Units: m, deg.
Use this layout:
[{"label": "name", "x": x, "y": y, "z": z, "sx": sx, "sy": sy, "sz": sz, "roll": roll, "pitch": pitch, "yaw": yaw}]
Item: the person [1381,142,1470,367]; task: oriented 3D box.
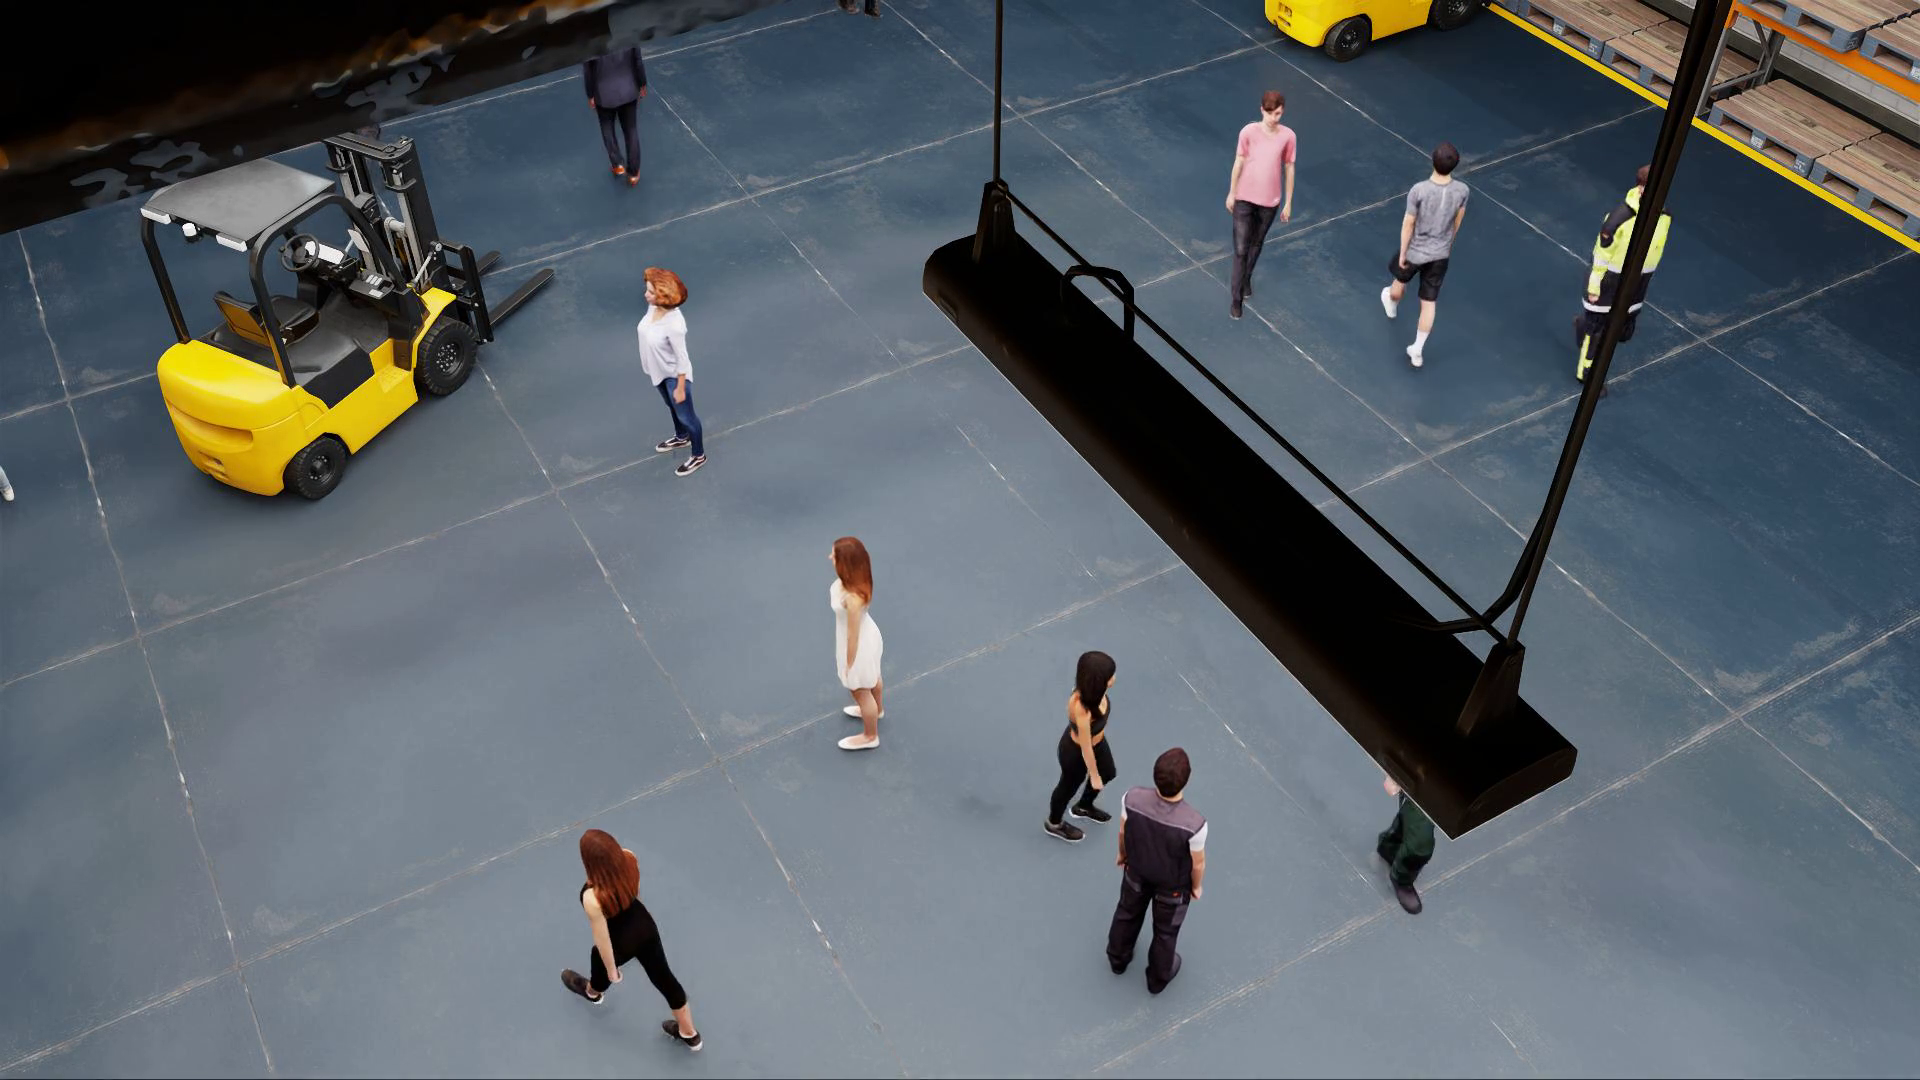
[{"label": "person", "x": 3.709, "y": -2.217, "z": 13.133, "sx": 1.073, "sy": 1.833, "sz": 1.274, "roll": 1, "pitch": 44, "yaw": 1}]

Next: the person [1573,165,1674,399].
[{"label": "person", "x": 5.057, "y": -2.053, "z": 12.864, "sx": 0.883, "sy": 1.967, "sz": 1.021, "roll": -13, "pitch": 45, "yaw": -13}]

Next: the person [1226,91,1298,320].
[{"label": "person", "x": 2.455, "y": -2.870, "z": 13.743, "sx": 0.925, "sy": 1.937, "sz": 1.042, "roll": 1, "pitch": 44, "yaw": 1}]

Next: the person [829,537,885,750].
[{"label": "person", "x": -0.623, "y": 0.619, "z": 10.246, "sx": 0.704, "sy": 1.709, "sz": 0.608, "roll": 1, "pitch": 44, "yaw": 1}]

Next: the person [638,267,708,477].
[{"label": "person", "x": -2.106, "y": -1.266, "z": 12.222, "sx": 0.698, "sy": 1.713, "sz": 0.548, "roll": -24, "pitch": 49, "yaw": -23}]

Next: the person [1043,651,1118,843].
[{"label": "person", "x": 0.628, "y": 1.199, "z": 9.693, "sx": 0.754, "sy": 1.632, "sz": 0.693, "roll": 13, "pitch": 45, "yaw": 13}]

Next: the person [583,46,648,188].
[{"label": "person", "x": -3.096, "y": -3.996, "z": 15.020, "sx": 0.795, "sy": 1.807, "sz": 0.780, "roll": -10, "pitch": 45, "yaw": -11}]

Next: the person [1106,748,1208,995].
[{"label": "person", "x": 1.064, "y": 1.778, "z": 8.933, "sx": 0.698, "sy": 1.843, "sz": 0.808, "roll": 23, "pitch": 48, "yaw": 22}]

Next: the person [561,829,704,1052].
[{"label": "person", "x": -1.673, "y": 2.131, "z": 8.680, "sx": 1.210, "sy": 1.680, "sz": 0.937, "roll": 24, "pitch": 49, "yaw": 23}]

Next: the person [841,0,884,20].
[{"label": "person", "x": -1.152, "y": -6.355, "z": 17.546, "sx": 0.909, "sy": 1.737, "sz": 0.769, "roll": 30, "pitch": 51, "yaw": 27}]
